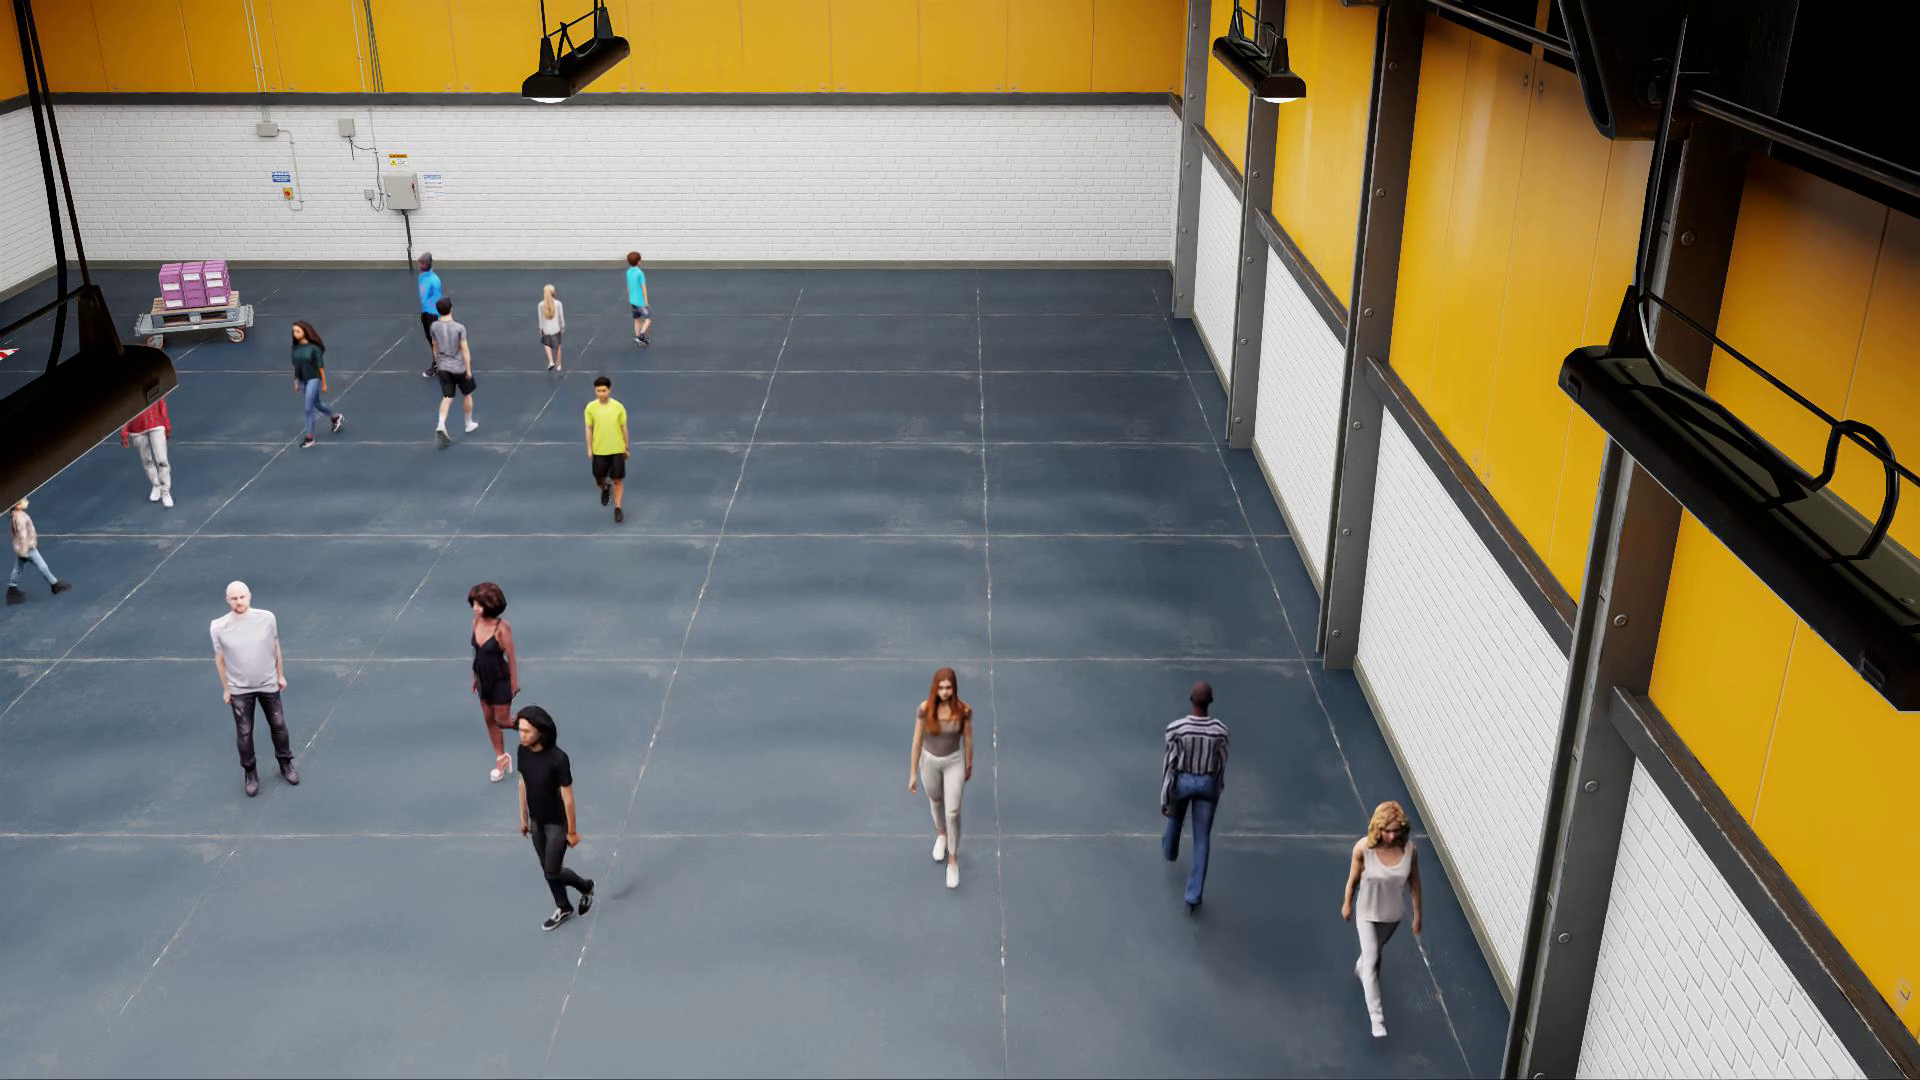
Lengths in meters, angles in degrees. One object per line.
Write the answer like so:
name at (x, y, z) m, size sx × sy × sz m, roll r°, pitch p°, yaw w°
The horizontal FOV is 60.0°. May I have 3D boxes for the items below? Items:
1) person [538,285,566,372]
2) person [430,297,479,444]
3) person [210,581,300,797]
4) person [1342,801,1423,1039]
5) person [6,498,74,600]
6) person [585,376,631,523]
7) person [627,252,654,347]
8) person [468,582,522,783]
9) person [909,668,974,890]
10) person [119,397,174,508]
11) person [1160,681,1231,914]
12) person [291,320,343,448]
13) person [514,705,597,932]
person at (-5.888, -3.043, 23.986) m, size 0.589 × 1.266 × 0.629 m, roll -7°, pitch 25°, yaw -16°
person at (-6.525, -2.158, 21.246) m, size 0.801 × 1.839 × 1.164 m, roll 4°, pitch 24°, yaw 10°
person at (-5.784, 1.177, 13.626) m, size 0.753 × 1.833 × 0.766 m, roll -13°, pitch 27°, yaw -28°
person at (2.779, 2.410, 11.074) m, size 0.664 × 1.617 × 1.070 m, roll -2°, pitch 24°, yaw -4°
person at (-9.602, 0.077, 16.970) m, size 0.848 × 1.169 × 0.842 m, roll -17°, pitch 29°, yaw -33°
person at (-4.001, -1.073, 18.944) m, size 0.702 × 1.696 × 0.879 m, roll -4°, pitch 24°, yaw -10°
person at (-4.890, -3.624, 25.091) m, size 0.666 × 1.445 × 0.718 m, roll 16°, pitch 28°, yaw 33°
person at (-3.793, 1.146, 13.769) m, size 0.749 × 1.775 × 0.876 m, roll 12°, pitch 26°, yaw 25°
person at (-0.130, 1.689, 12.624) m, size 0.673 × 1.698 × 0.946 m, roll 3°, pitch 24°, yaw 7°
person at (-9.498, -1.334, 19.413) m, size 0.852 × 1.798 × 0.998 m, roll -7°, pitch 25°, yaw -16°
person at (1.713, 1.907, 12.051) m, size 0.640 × 1.755 × 1.079 m, roll -1°, pitch 24°, yaw -1°
person at (-8.256, -2.033, 21.279) m, size 0.832 × 1.585 × 1.152 m, roll 8°, pitch 25°, yaw 18°
person at (-2.865, 1.941, 11.887) m, size 0.800 × 1.825 × 0.860 m, roll 16°, pitch 29°, yaw 33°
